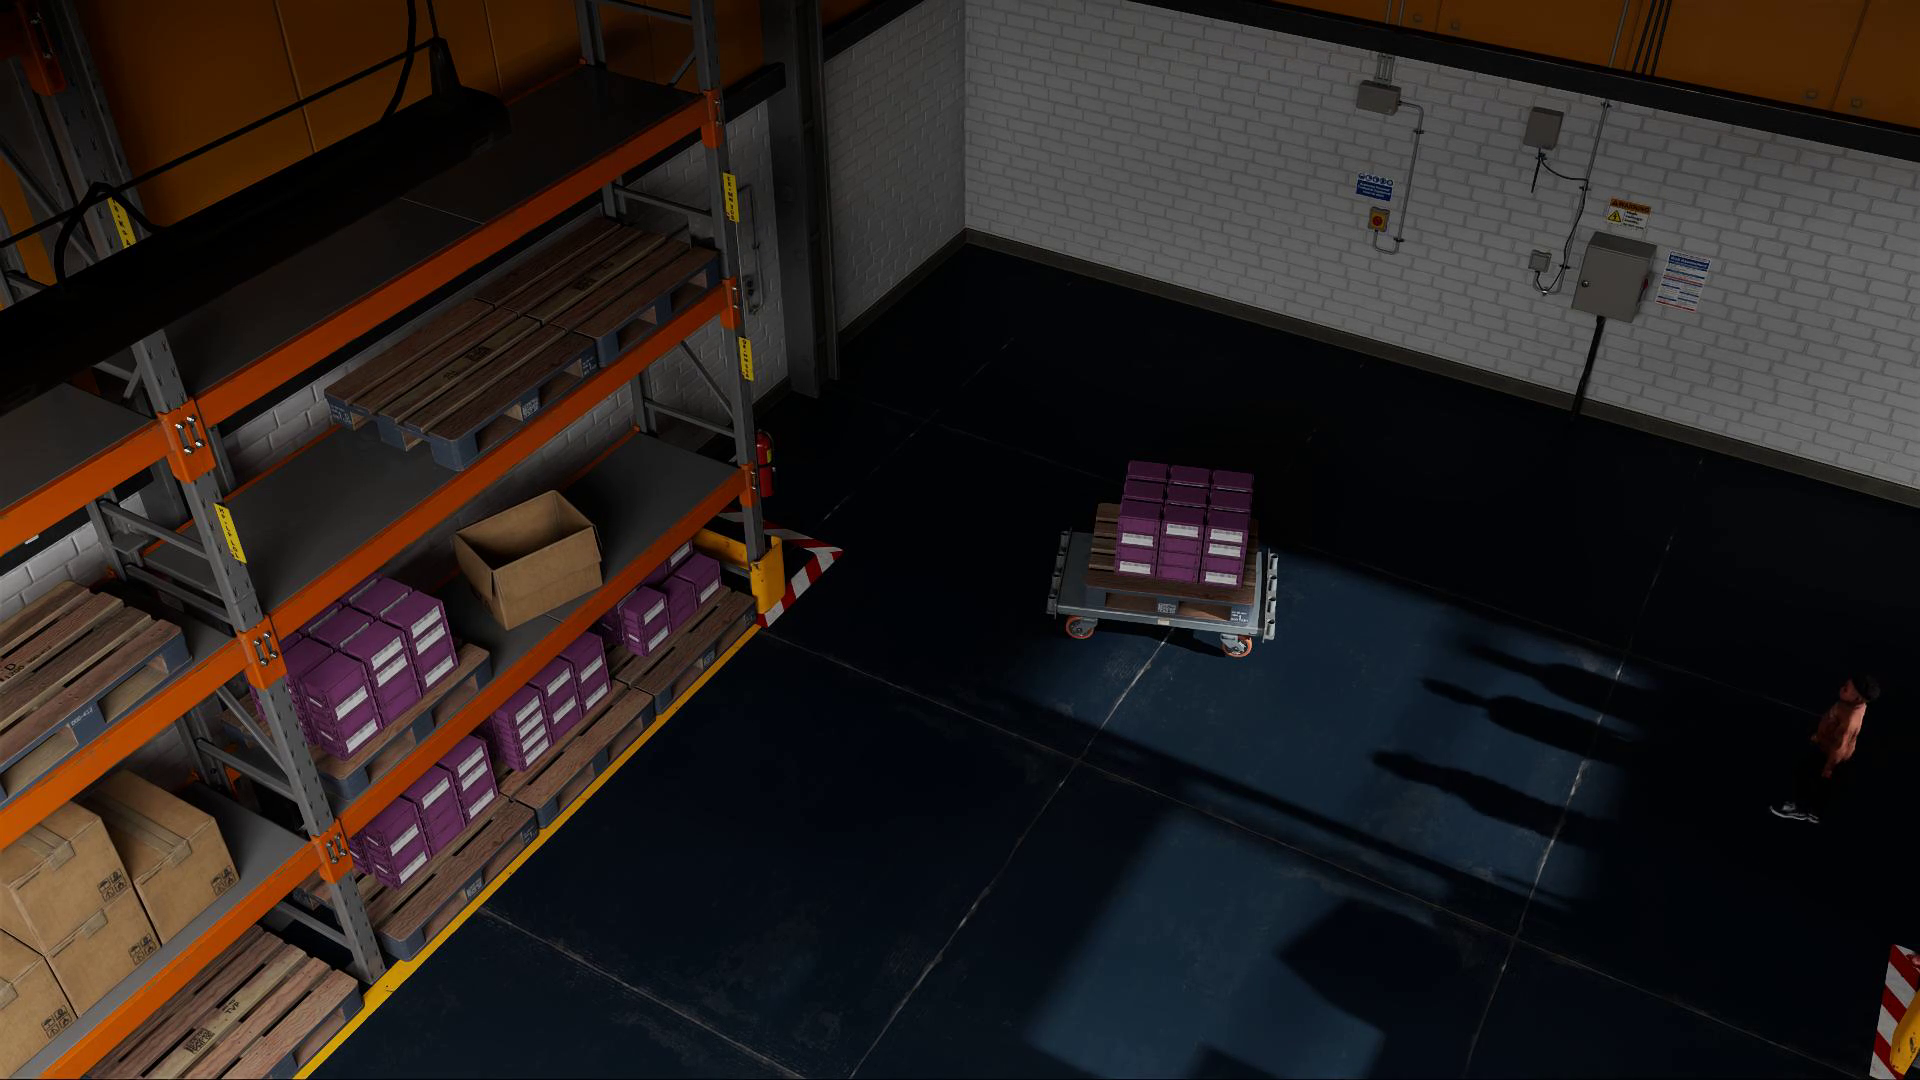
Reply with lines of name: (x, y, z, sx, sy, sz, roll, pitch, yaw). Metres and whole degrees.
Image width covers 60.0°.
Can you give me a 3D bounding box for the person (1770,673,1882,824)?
person: (5.611, 1.350, 10.572, 0.618, 1.246, 0.494, 26, 45, 29)
